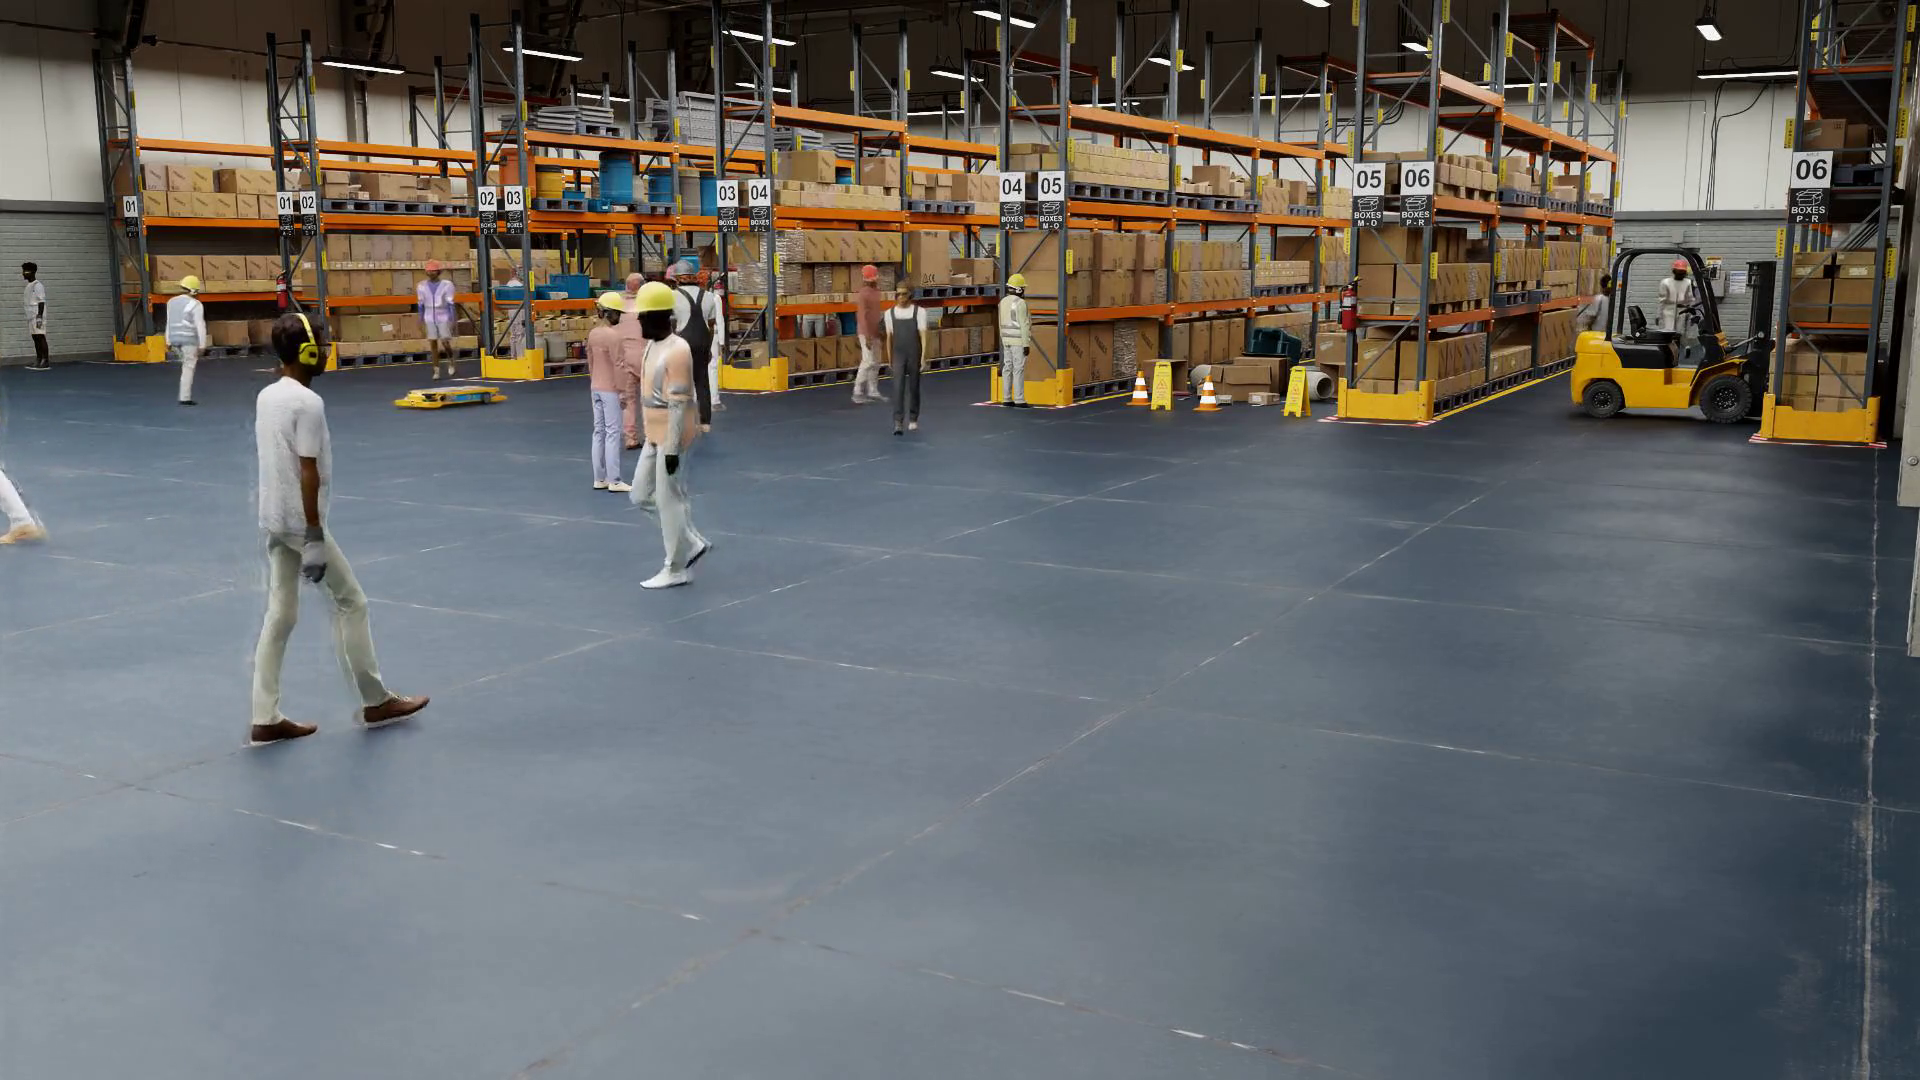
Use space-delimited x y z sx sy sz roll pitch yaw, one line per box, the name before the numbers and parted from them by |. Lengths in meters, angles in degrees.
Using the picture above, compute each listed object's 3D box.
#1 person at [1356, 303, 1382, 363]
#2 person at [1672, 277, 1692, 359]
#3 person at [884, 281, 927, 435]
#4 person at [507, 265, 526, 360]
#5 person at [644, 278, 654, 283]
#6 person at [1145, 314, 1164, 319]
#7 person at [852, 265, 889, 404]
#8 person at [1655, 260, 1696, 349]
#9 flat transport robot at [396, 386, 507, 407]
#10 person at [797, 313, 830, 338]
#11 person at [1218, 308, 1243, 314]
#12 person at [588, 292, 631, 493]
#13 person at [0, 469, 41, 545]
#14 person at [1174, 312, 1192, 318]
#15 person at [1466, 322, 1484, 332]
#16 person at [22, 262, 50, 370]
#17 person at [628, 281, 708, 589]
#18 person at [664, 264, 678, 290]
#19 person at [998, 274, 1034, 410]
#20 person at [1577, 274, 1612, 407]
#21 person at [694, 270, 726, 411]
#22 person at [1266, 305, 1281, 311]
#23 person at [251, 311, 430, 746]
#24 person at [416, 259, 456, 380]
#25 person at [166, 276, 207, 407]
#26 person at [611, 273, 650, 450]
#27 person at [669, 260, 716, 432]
person | 6.701 -3.560 27.416 0.543 1.928 0.374 6 11 30
person | 14.303 -4.511 33.035 0.613 1.909 0.502 -1 10 -4
person | -0.632 -2.140 19.547 0.510 1.792 1.017 0 10 3
person | -8.102 -4.097 30.618 0.409 1.908 0.647 -7 12 -34
person | -5.435 -3.731 29.086 0.540 1.695 0.317 -2 10 -9
person | 3.698 -4.143 30.865 0.549 1.919 0.717 5 11 27
person | -1.252 -2.888 23.417 0.405 1.953 0.687 4 10 22
person | 13.076 -4.097 30.345 0.654 1.996 0.987 3 10 17
flat transport robot | -7.073 -2.007 23.166 0.652 0.197 1.431 6 11 30
person | -2.596 -3.917 29.517 0.623 1.933 0.371 0 10 -2
person | 5.652 -4.808 34.852 0.599 1.891 0.898 7 12 34
person | -3.079 -1.298 14.668 0.325 1.760 0.523 -8 13 -40
person | -7.102 -0.818 11.774 0.971 1.798 0.626 -1 10 -8
person | 4.628 -4.719 35.150 0.525 1.605 0.796 7 12 37
person | 11.243 -5.024 36.230 0.629 1.851 1.035 2 10 12
person | -16.937 -4.098 30.448 0.602 1.966 0.368 9 13 43
person | -1.850 -0.642 10.340 0.412 1.915 0.597 -5 11 -25
person | -3.869 -2.819 22.993 0.828 1.943 0.698 -6 11 -31
person | 0.767 -2.682 22.551 0.404 1.833 0.590 -6 12 -33
person | 8.792 -2.737 22.956 0.324 1.827 0.730 8 12 38
person | -3.410 -2.665 22.308 0.574 1.881 0.356 3 10 18
person | 7.652 -5.725 40.178 0.891 1.907 0.547 5 11 29
person | -2.731 -0.057 7.186 0.556 1.835 0.875 8 13 41
person | -8.776 -3.685 27.864 0.627 2.029 0.432 -1 10 -3
person | -10.651 -2.733 22.941 0.610 1.802 0.515 4 11 23
person | -3.459 -1.917 17.908 0.657 1.887 0.584 2 10 13
person | -3.222 -2.267 19.515 0.688 2.000 0.536 -9 13 -42
